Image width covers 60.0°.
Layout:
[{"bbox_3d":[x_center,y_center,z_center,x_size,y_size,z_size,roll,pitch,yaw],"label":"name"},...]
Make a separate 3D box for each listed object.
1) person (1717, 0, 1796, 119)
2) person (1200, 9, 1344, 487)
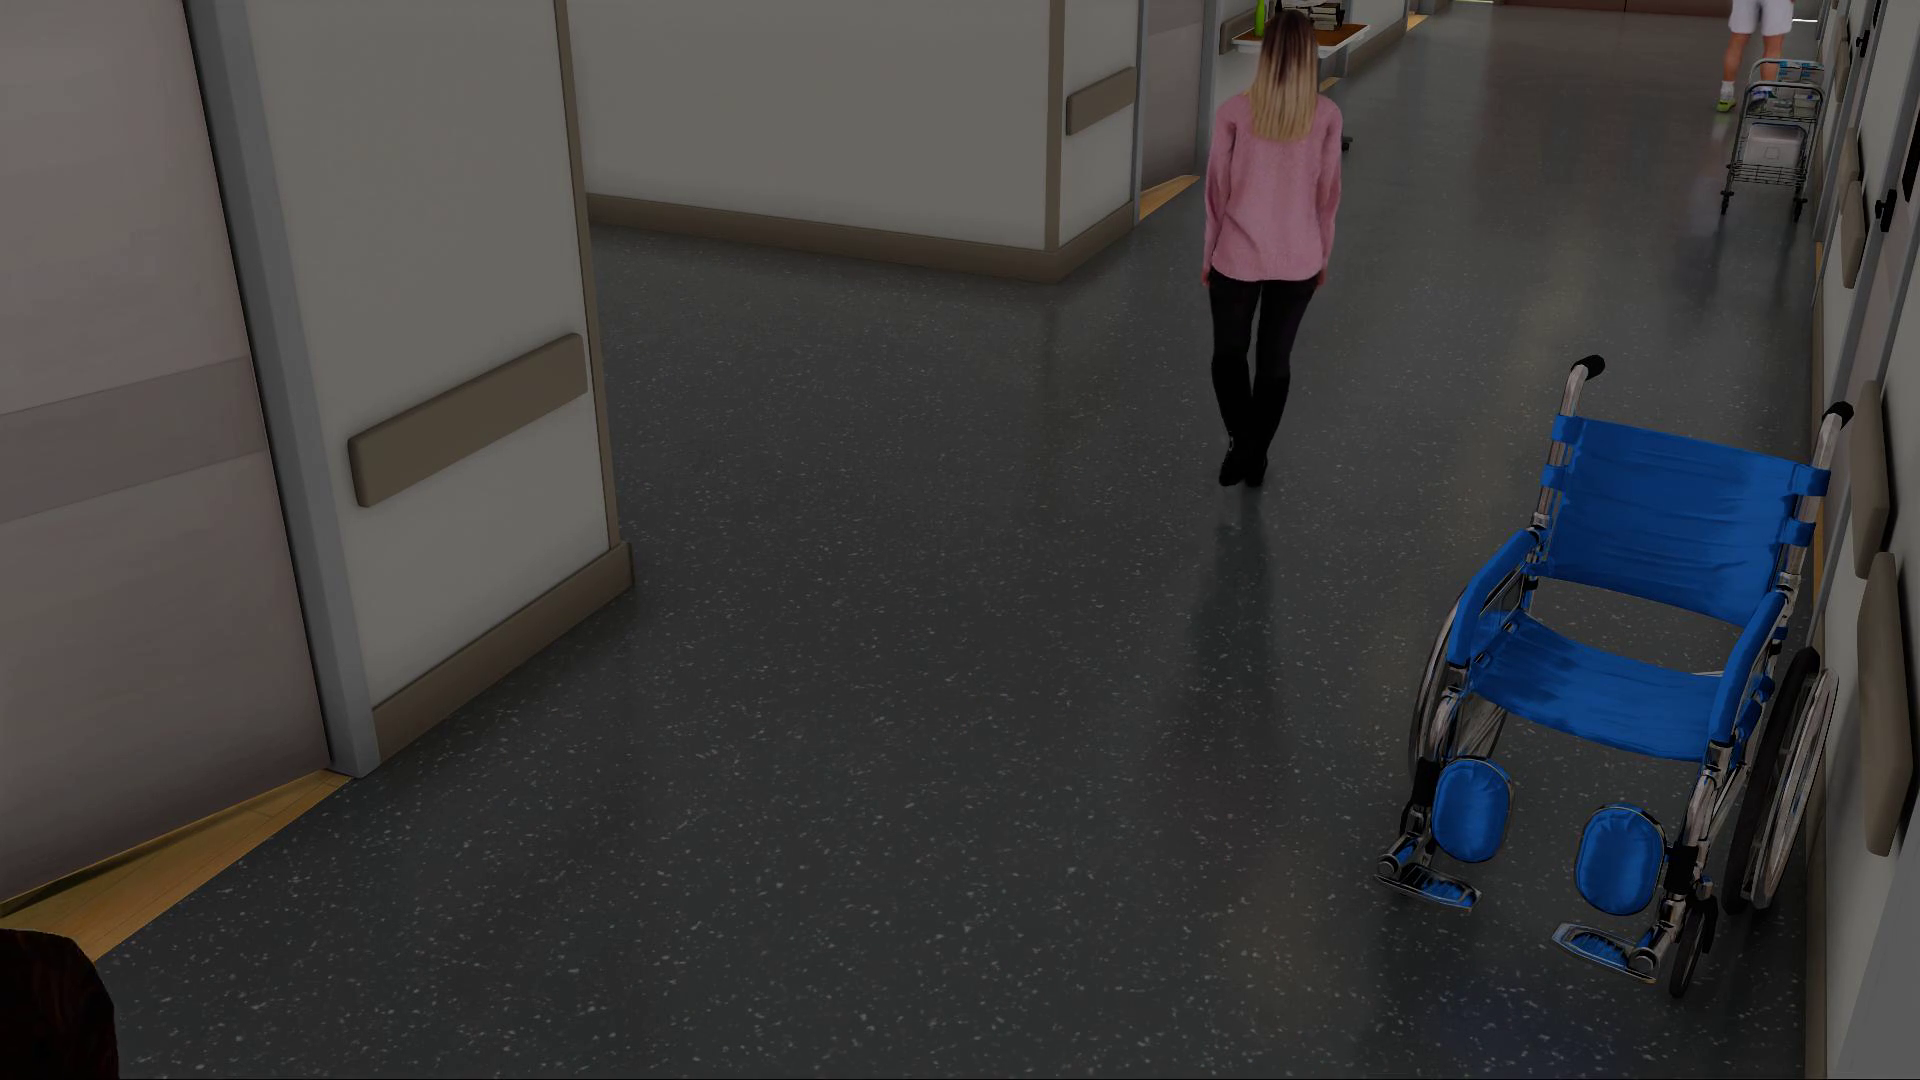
[{"bbox_3d":[5.694,-3.959,11.798,0.728,1.835,0.706,21,33,36],"label":"person"},{"bbox_3d":[1.049,-0.927,5.694,0.754,1.675,0.899,3,26,7],"label":"person"}]
